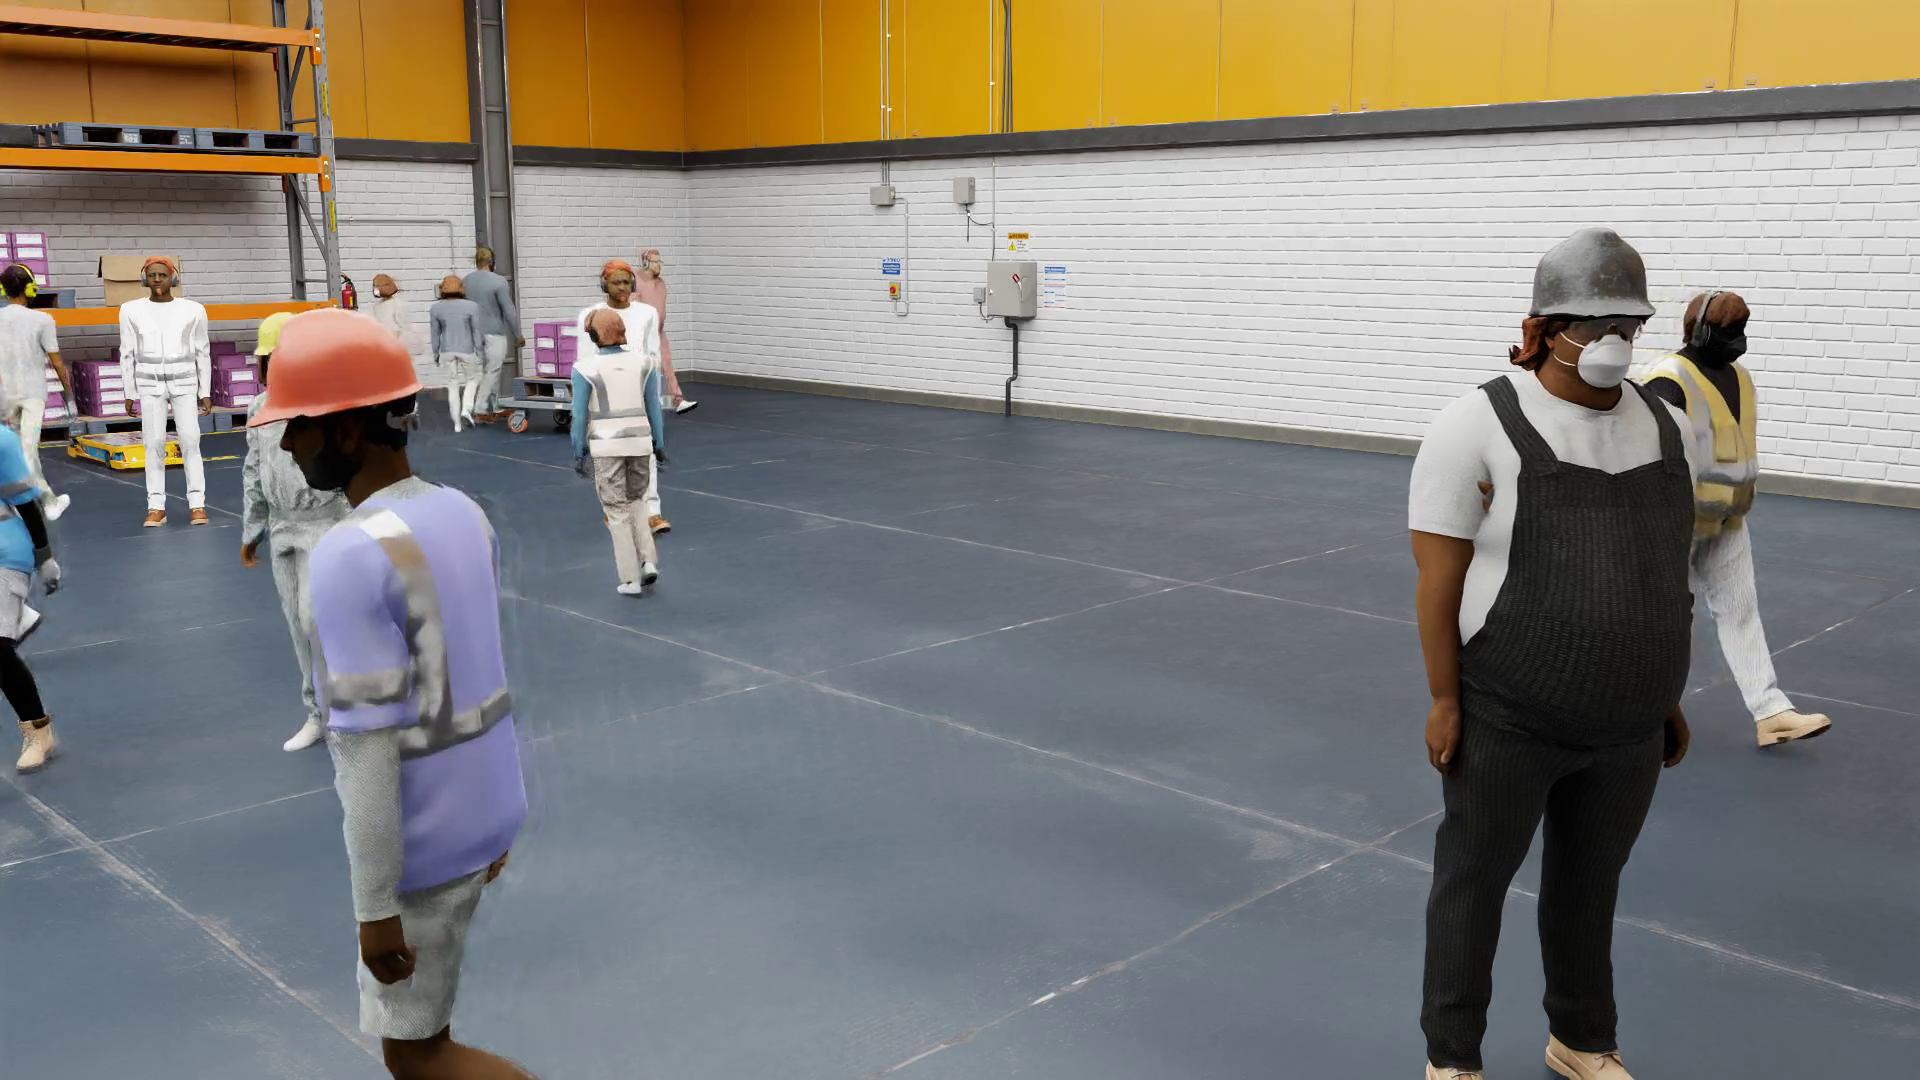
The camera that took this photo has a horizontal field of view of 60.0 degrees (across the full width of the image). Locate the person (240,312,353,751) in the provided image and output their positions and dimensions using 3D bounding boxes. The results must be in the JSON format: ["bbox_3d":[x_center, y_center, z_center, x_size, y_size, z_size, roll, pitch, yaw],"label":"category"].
[{"bbox_3d":[-2.565,-0.016,6.492,0.497,1.734,0.366,4,11,22],"label":"person"}]

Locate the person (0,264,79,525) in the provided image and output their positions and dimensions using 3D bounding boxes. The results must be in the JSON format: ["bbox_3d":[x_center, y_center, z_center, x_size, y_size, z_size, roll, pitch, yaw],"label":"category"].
[{"bbox_3d":[-6.398,-0.976,11.480,0.540,1.813,0.963,0,10,2],"label":"person"}]

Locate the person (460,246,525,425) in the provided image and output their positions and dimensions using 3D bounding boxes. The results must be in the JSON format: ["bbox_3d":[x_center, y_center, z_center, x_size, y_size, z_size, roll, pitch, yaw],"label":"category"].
[{"bbox_3d":[-5.068,-2.203,17.912,0.642,1.908,0.791,6,12,30],"label":"person"}]

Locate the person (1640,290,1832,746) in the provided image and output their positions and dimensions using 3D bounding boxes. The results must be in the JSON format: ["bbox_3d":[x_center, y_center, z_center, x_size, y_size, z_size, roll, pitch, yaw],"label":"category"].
[{"bbox_3d":[2.988,-0.068,6.568,0.659,1.796,0.930,-6,12,-31],"label":"person"}]

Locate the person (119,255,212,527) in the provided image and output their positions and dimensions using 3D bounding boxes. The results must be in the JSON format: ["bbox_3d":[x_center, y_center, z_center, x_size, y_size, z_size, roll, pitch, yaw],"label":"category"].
[{"bbox_3d":[-5.526,-1.032,11.602,0.574,1.883,0.356,-4,11,-20],"label":"person"}]

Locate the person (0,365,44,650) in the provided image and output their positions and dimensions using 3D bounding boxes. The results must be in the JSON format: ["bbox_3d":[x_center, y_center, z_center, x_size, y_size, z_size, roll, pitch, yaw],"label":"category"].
[{"bbox_3d":[-4.500,-0.300,7.511,0.605,1.916,0.421,9,14,40],"label":"person"}]

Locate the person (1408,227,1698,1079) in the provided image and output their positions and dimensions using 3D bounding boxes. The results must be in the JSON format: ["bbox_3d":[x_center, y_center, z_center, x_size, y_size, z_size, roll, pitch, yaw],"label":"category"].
[{"bbox_3d":[1.372,0.332,3.734,0.674,2.000,0.535,-2,11,-12],"label":"person"}]

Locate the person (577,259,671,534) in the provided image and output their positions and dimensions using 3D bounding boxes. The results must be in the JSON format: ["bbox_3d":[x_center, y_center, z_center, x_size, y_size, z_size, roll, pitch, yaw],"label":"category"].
[{"bbox_3d":[-2.244,-0.942,11.189,0.619,1.848,0.866,-6,12,-28],"label":"person"}]

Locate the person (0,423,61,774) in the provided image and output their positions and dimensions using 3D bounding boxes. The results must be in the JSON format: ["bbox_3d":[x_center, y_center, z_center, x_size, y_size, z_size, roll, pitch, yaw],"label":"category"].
[{"bbox_3d":[-3.595,0.115,5.983,0.559,1.633,0.822,1,10,5],"label":"person"}]

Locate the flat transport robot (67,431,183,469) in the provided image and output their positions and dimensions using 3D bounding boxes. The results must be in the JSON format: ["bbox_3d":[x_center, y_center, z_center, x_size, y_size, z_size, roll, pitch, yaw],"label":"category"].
[{"bbox_3d":[-7.376,-0.816,14.822,0.652,0.197,1.431,-10,14,-44],"label":"flat transport robot"}]

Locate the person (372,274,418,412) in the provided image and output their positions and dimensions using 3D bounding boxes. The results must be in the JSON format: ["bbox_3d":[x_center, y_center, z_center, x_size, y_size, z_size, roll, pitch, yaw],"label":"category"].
[{"bbox_3d":[-6.077,-2.024,17.739,0.521,1.614,0.389,7,12,33],"label":"person"}]

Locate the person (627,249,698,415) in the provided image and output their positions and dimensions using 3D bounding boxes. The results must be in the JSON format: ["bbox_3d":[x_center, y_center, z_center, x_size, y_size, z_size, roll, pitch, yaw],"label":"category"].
[{"bbox_3d":[-3.457,-2.316,18.673,0.971,1.854,0.656,7,12,33],"label":"person"}]

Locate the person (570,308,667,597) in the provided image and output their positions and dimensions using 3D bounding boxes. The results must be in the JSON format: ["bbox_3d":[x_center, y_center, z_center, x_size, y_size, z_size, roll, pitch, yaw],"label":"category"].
[{"bbox_3d":[-1.915,-0.484,9.303,0.531,1.618,0.405,-8,13,-36],"label":"person"}]

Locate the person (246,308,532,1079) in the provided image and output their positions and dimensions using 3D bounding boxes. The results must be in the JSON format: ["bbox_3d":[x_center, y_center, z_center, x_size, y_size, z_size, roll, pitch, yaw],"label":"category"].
[{"bbox_3d":[-0.891,0.527,3.066,0.765,1.904,0.578,1,10,6],"label":"person"}]

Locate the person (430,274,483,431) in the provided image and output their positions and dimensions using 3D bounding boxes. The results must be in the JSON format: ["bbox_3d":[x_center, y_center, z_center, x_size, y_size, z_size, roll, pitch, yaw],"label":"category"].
[{"bbox_3d":[-5.192,-1.928,17.184,0.517,1.618,0.343,-1,10,-8],"label":"person"}]
